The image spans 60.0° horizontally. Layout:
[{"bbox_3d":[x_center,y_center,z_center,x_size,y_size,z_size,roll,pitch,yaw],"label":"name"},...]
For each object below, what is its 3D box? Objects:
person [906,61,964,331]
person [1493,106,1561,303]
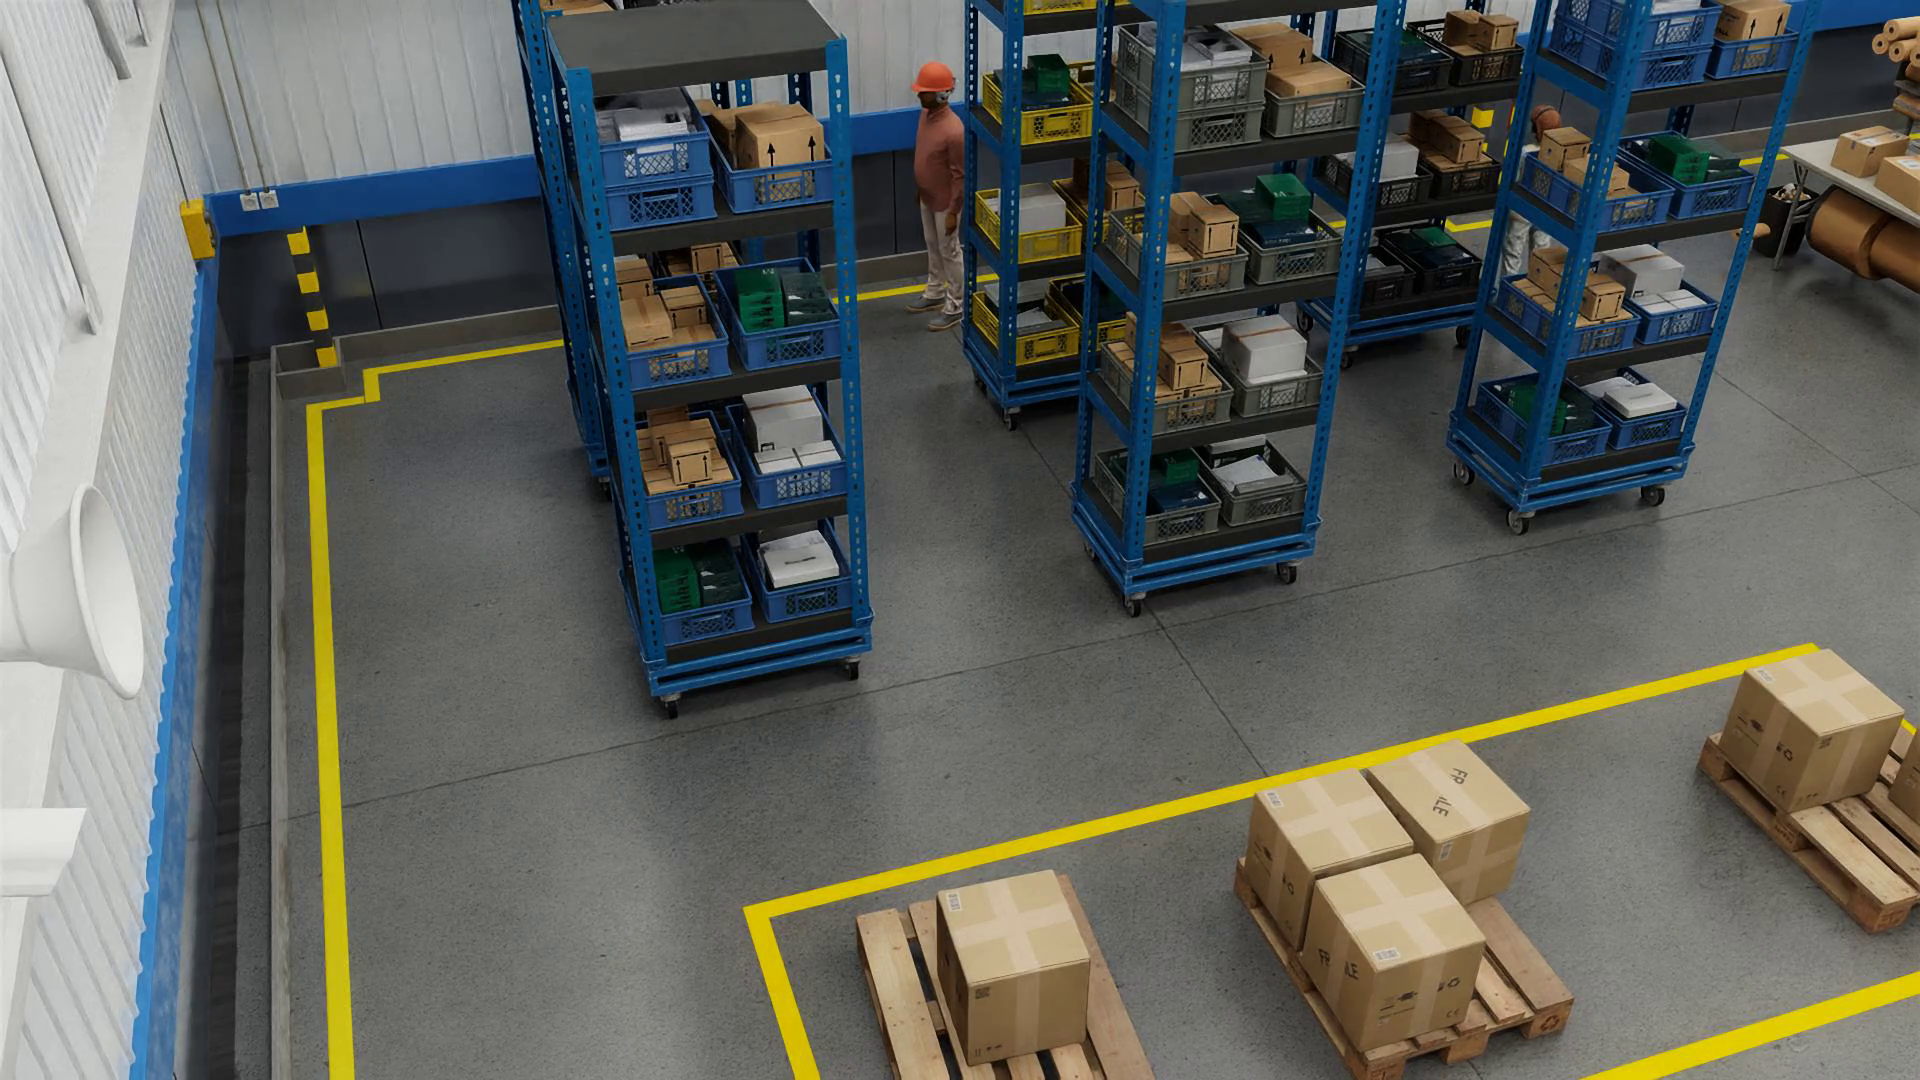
[{"bbox_3d":[-0.161,-2.495,12.084,0.378,1.996,0.611,-16,38,-22],"label":"person"},{"bbox_3d":[4.178,-2.381,12.225,0.513,1.642,0.313,-7,36,-9],"label":"person"}]
